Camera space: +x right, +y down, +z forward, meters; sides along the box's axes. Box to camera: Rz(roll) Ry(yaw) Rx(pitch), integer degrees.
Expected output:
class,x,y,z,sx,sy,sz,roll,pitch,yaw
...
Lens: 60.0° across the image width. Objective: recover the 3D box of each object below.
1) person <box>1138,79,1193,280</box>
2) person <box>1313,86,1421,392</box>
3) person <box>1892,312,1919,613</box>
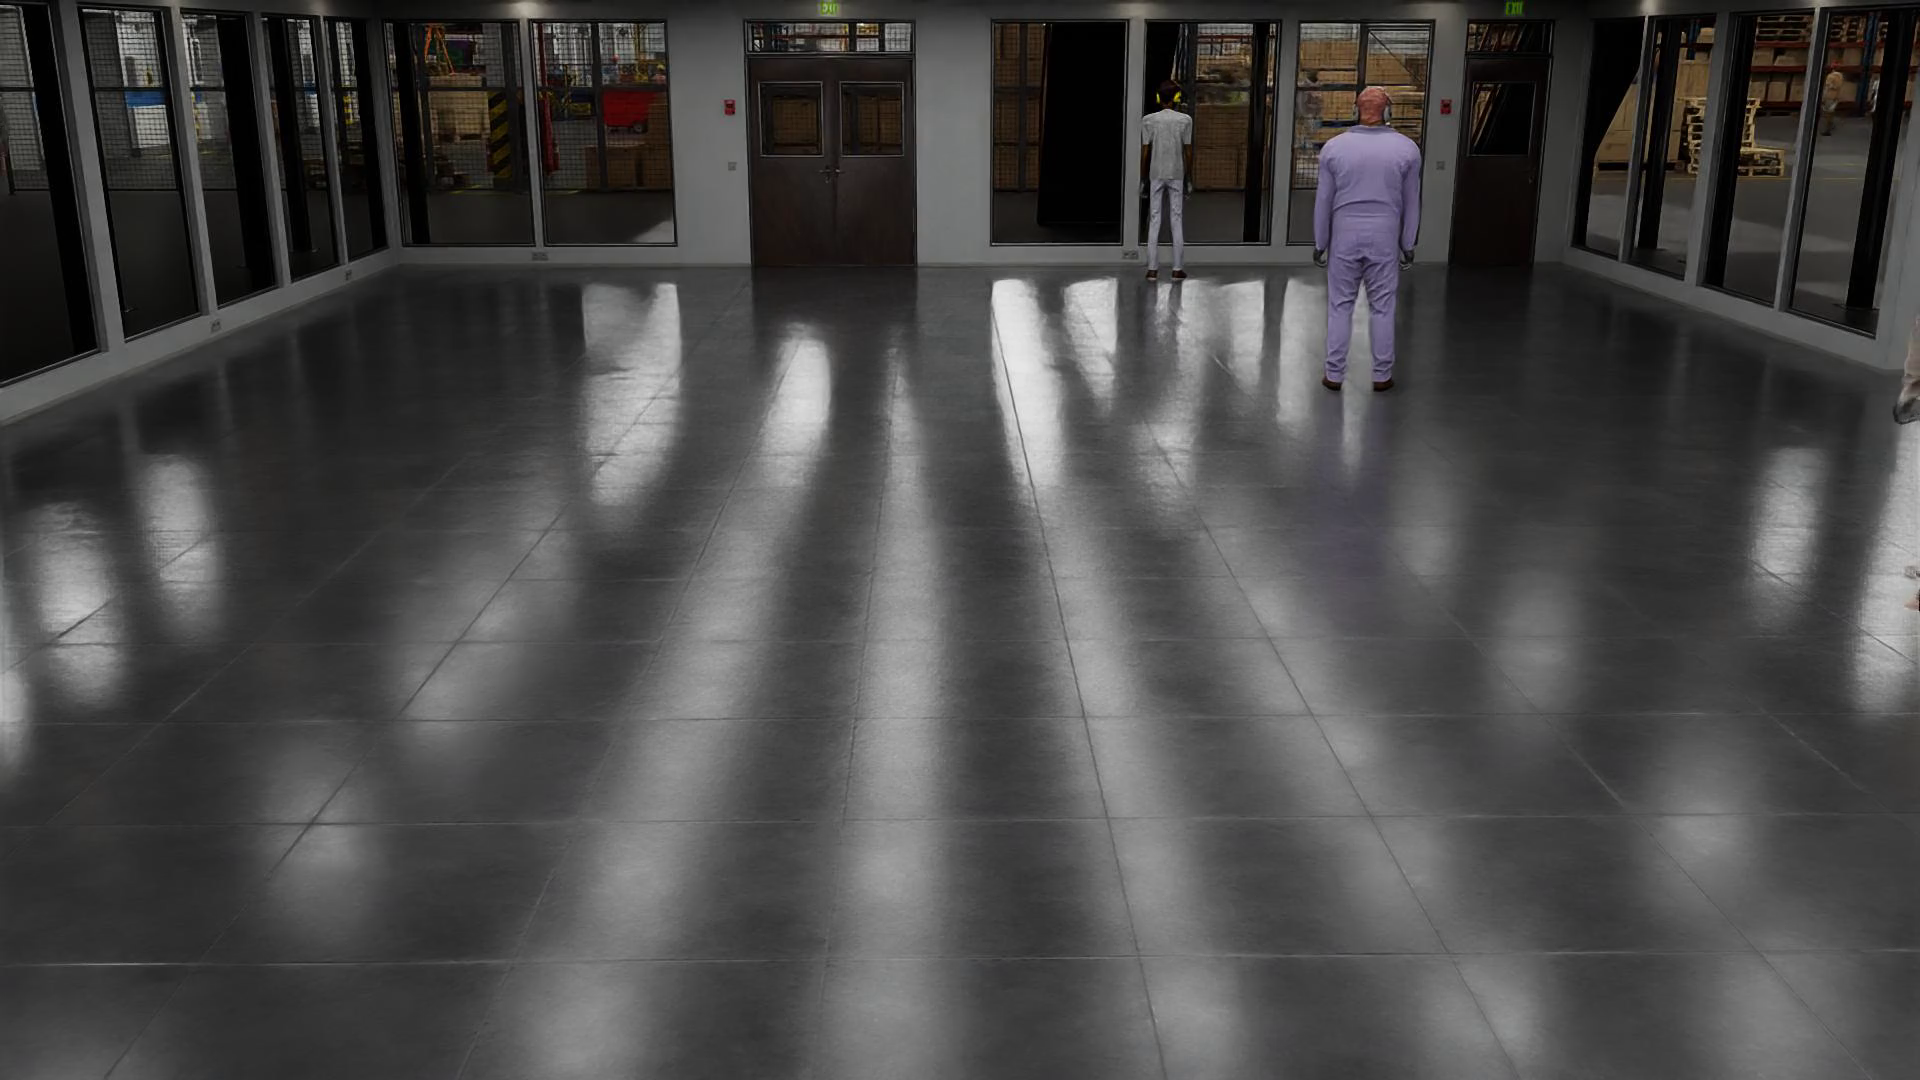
class,x,y,z,sx,sy,sz,roll,pitch,yaw
person,1.951,-3.402,15.760,0.521,1.865,0.328,3,17,11
person,2.569,-1.897,10.565,0.651,1.904,0.401,3,17,10
person,3.942,-0.528,6.447,0.594,1.598,0.515,-5,17,-16
